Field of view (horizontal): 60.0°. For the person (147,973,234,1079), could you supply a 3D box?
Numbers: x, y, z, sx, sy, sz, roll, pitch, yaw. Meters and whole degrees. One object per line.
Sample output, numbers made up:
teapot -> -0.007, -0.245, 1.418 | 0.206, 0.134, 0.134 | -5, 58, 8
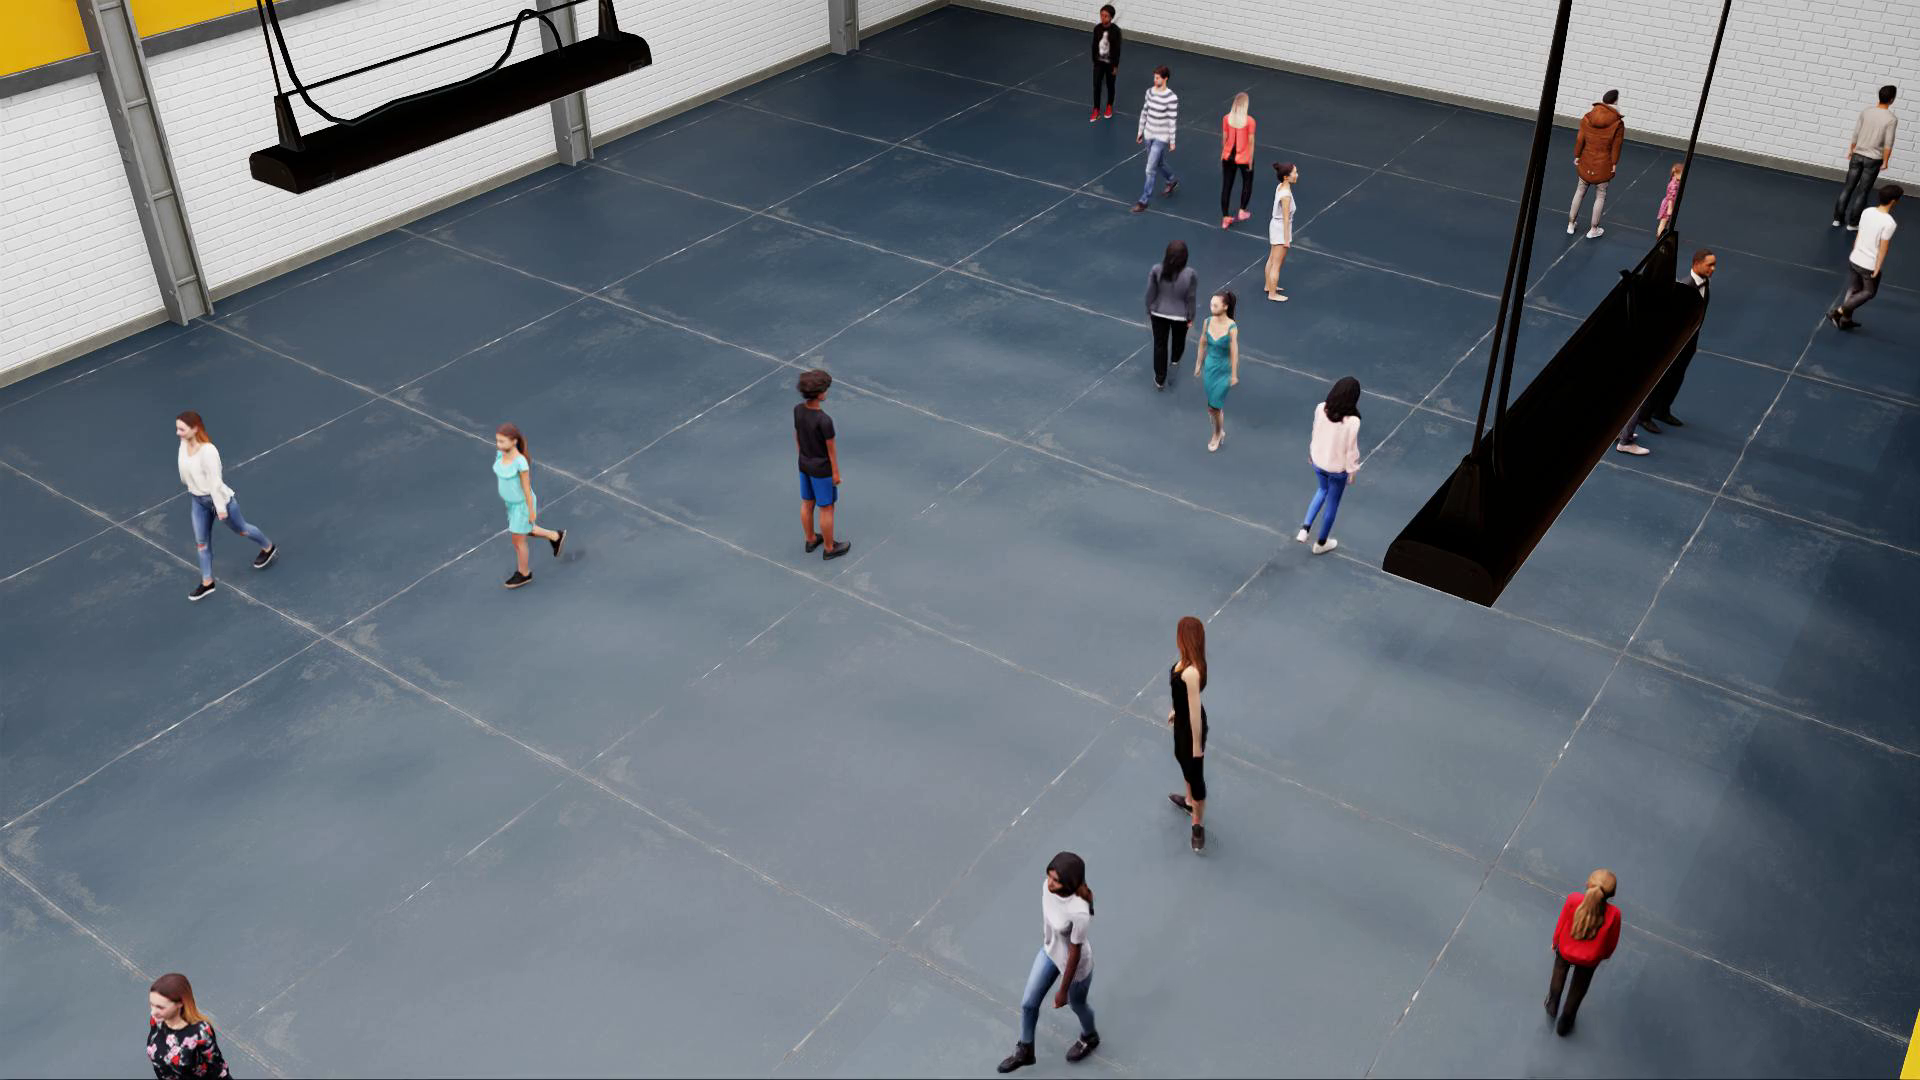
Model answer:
person -> -4.145, 2.984, 9.104 | 0.620, 1.682, 0.585 | 12, 35, 17

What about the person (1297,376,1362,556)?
person -> 3.162, -0.609, 14.444 | 0.790, 1.755, 0.756 | -23, 40, -31

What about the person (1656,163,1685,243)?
person -> 8.727, -4.133, 20.407 | 0.486, 1.022, 0.378 | 19, 38, 27

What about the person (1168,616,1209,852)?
person -> 1.645, 1.341, 11.558 | 0.902, 1.702, 0.758 | -5, 34, -8

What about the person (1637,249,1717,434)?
person -> 7.067, -1.980, 16.360 | 0.662, 1.916, 0.824 | -20, 38, -27

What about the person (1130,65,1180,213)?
person -> 2.583, -5.152, 21.231 | 1.279, 1.808, 0.890 | -24, 41, -32

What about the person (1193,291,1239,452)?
person -> 2.543, -1.640, 16.068 | 0.625, 1.674, 0.647 | 28, 43, 35

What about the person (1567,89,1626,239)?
person -> 7.816, -4.628, 20.415 | 0.721, 1.837, 0.708 | 24, 41, 32

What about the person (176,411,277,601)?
person -> -6.278, -0.356, 14.155 | 0.657, 1.653, 1.103 | 19, 38, 26

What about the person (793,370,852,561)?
person -> -1.247, -0.652, 14.475 | 0.618, 1.792, 0.574 | 25, 41, 32

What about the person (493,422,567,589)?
person -> -3.709, -0.342, 14.230 | 0.951, 1.548, 0.660 | -28, 43, -35

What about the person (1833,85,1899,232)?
person -> 11.241, -4.744, 20.614 | 0.665, 1.811, 0.727 | -21, 39, -28

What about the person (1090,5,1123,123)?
person -> 2.143, -6.917, 24.027 | 0.737, 1.651, 0.887 | 10, 35, 14

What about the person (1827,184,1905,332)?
person -> 9.844, -3.059, 18.171 | 0.928, 1.709, 0.856 | -8, 35, -12

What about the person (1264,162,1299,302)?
person -> 3.661, -3.537, 18.983 | 0.722, 1.607, 0.641 | 0, 34, 0

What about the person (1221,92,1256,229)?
person -> 3.399, -4.679, 20.636 | 0.650, 1.678, 0.742 | 19, 38, 26

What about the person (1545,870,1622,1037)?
person -> 3.771, 2.539, 10.143 | 0.518, 1.272, 0.523 | 18, 38, 25

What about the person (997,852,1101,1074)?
person -> 0.694, 2.479, 9.849 | 0.998, 1.700, 0.800 | -22, 39, -29

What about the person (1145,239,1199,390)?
person -> 2.172, -2.299, 17.162 | 0.950, 1.561, 1.133 | 5, 34, 8
